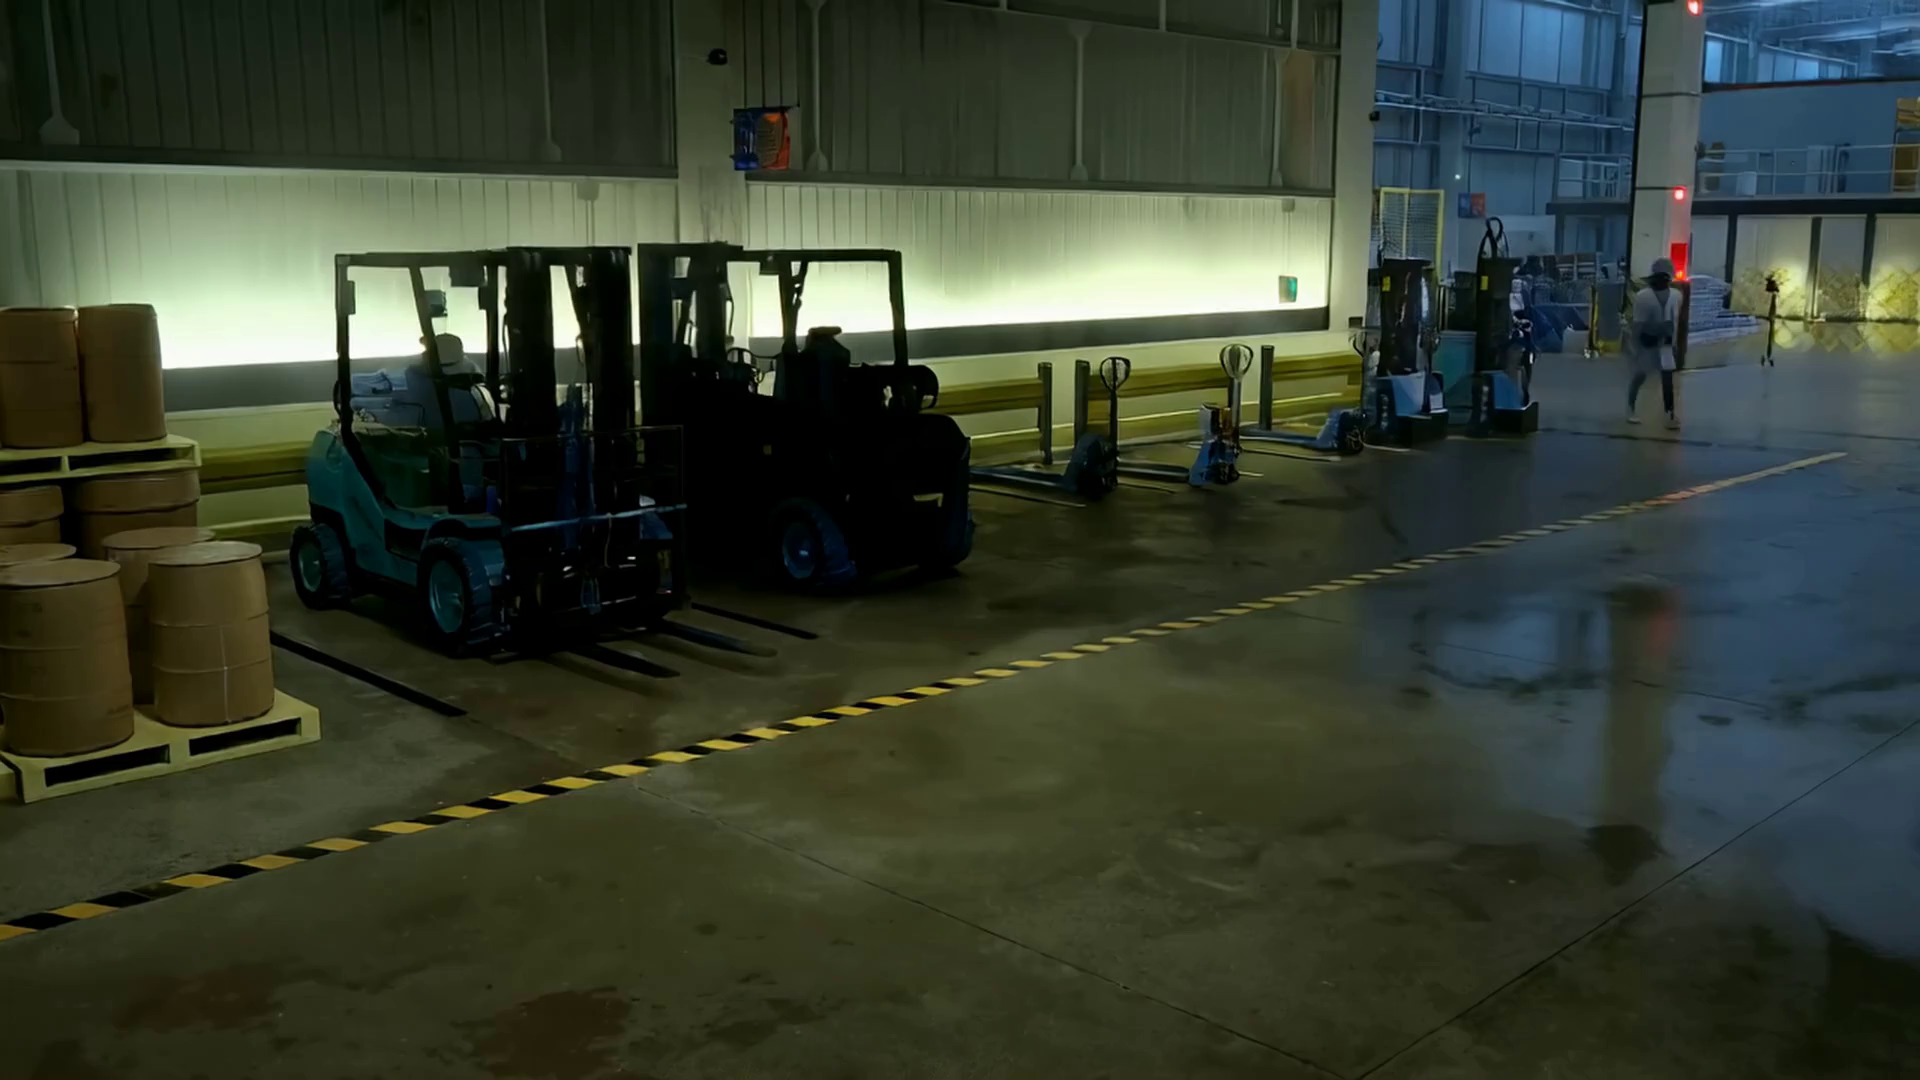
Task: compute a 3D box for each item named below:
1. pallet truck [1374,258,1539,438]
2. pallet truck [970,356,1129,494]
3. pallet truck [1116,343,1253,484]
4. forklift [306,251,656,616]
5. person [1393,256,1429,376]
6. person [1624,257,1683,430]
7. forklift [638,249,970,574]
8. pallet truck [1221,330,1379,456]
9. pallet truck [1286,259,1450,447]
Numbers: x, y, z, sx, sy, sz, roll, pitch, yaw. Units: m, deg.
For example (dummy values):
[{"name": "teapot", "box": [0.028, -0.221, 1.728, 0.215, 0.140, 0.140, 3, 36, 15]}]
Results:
[{"name": "pallet truck", "box": [5.704, -2.208, 18.901, 1.885, 1.965, 0.823, 10, 14, 43]}, {"name": "pallet truck", "box": [0.784, -1.085, 14.876, 0.680, 1.201, 1.601, -10, 14, -44]}, {"name": "pallet truck", "box": [1.962, -1.215, 15.415, 1.522, 1.261, 0.704, 10, 14, 43]}, {"name": "forklift", "box": [-2.833, -0.669, 9.694, 1.157, 1.987, 2.680, -10, 14, -44]}, {"name": "person", "box": [7.148, -3.575, 26.604, 0.653, 1.906, 0.408, 3, 11, 16]}, {"name": "person", "box": [8.107, -2.289, 19.389, 0.634, 1.985, 1.071, -1, 10, -3]}, {"name": "forklift", "box": [-1.173, -0.958, 11.239, 2.680, 1.987, 1.157, 10, 14, 43]}, {"name": "pallet truck", "box": [3.563, -1.581, 17.381, 0.653, 1.274, 1.630, -10, 14, -44]}, {"name": "pallet truck", "box": [4.493, -2.078, 18.196, 0.823, 1.965, 1.885, -9, 14, -40]}]
